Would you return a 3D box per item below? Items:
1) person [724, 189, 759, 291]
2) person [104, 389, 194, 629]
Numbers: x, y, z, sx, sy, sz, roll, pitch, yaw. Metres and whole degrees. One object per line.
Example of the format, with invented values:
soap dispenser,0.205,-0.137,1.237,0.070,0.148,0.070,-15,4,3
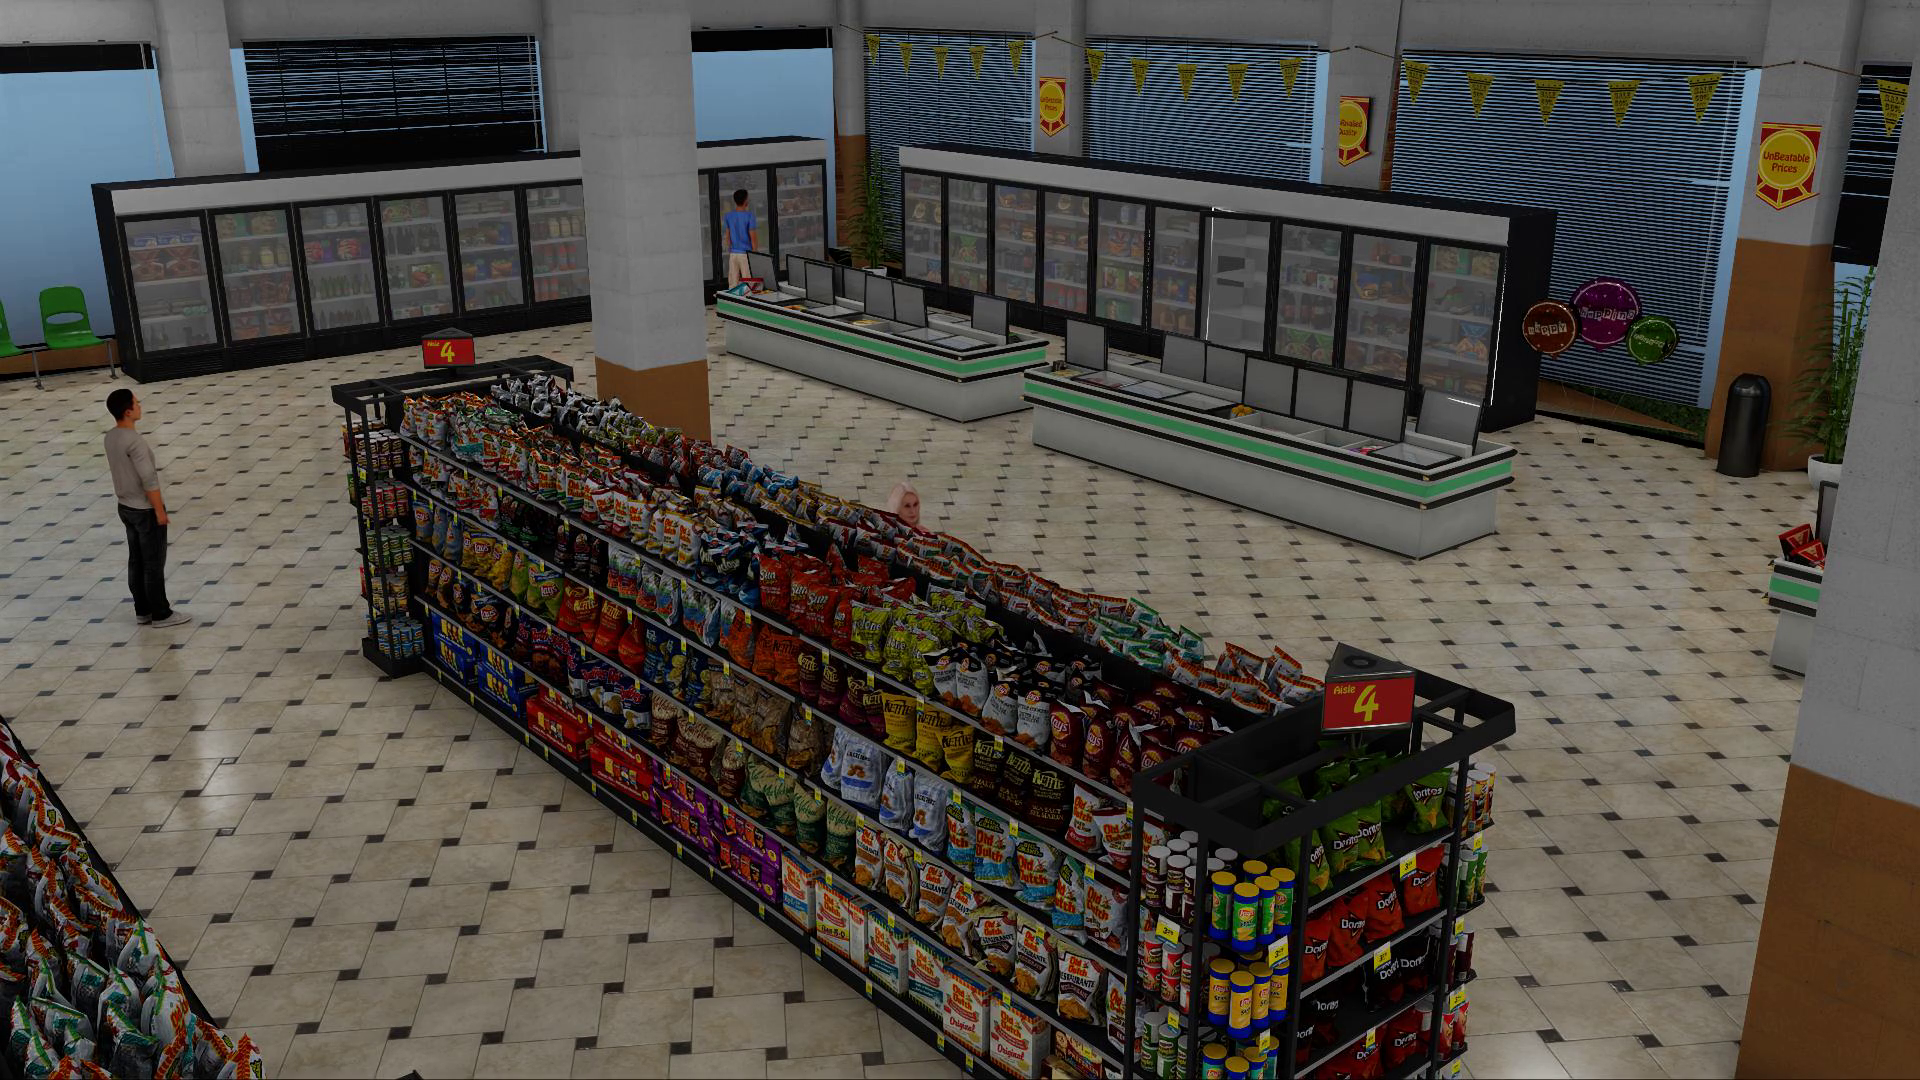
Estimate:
person,-3.063,-3.989,23.395,0.662,1.863,0.789,7,20,20
person,-6.094,-0.236,12.345,0.580,1.812,0.761,13,22,33
